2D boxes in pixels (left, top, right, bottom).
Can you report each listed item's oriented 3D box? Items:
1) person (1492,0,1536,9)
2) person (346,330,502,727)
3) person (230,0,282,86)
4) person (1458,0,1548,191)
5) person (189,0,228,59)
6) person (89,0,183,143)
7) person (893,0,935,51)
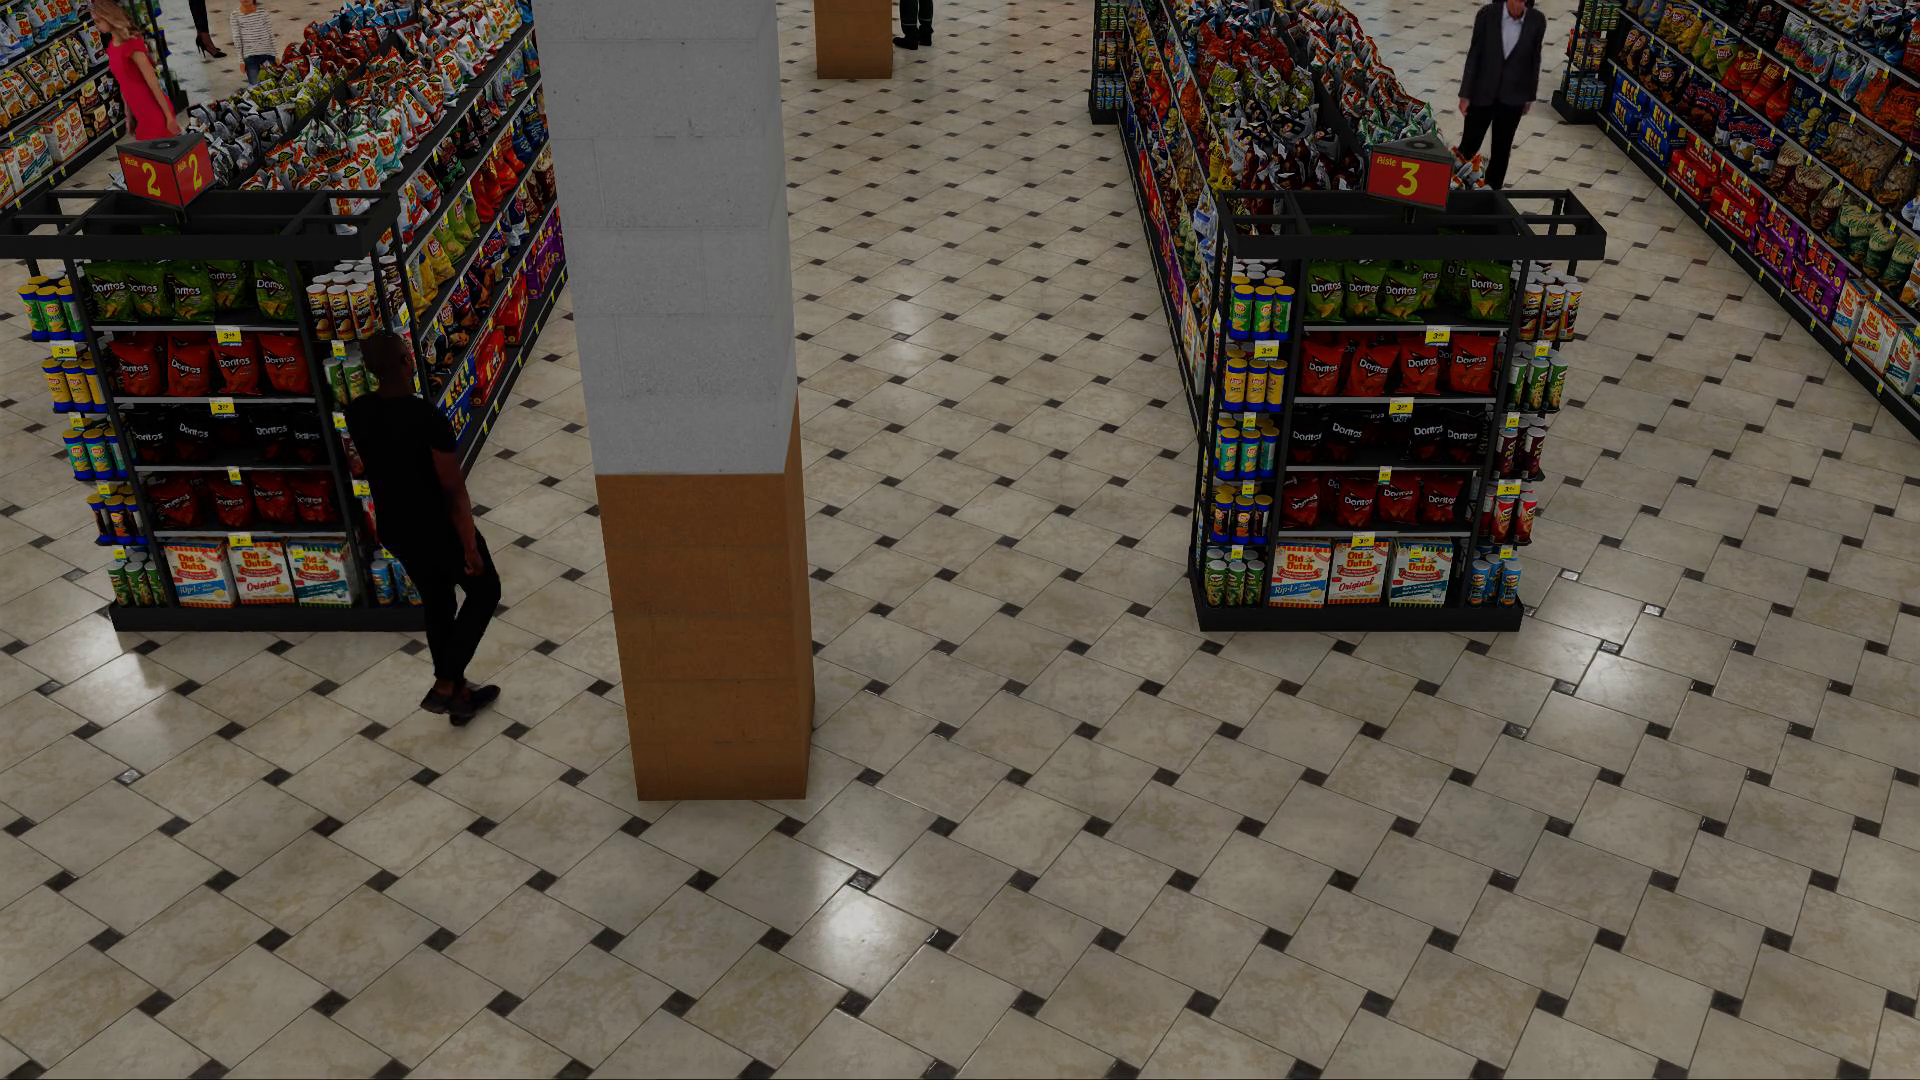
[{"bbox_3d":[5.287,-5.352,15.521,0.887,1.801,0.960,17,36,26],"label":"person"},{"bbox_3d":[-2.253,0.035,6.864,0.854,1.799,0.888,16,35,23],"label":"person"},{"bbox_3d":[-5.809,-3.992,13.794,0.551,1.316,0.585,-15,35,-23],"label":"person"},{"bbox_3d":[3.903,-3.263,12.147,0.803,1.818,0.979,5,32,7],"label":"person"},{"bbox_3d":[-7.306,-5.533,15.778,0.737,1.836,0.614,-16,35,-23],"label":"person"},{"bbox_3d":[-5.686,-3.042,11.930,1.068,1.672,1.107,27,41,36],"label":"person"},{"bbox_3d":[-0.438,-5.684,16.019,0.778,1.839,0.837,-28,41,-37],"label":"person"}]
